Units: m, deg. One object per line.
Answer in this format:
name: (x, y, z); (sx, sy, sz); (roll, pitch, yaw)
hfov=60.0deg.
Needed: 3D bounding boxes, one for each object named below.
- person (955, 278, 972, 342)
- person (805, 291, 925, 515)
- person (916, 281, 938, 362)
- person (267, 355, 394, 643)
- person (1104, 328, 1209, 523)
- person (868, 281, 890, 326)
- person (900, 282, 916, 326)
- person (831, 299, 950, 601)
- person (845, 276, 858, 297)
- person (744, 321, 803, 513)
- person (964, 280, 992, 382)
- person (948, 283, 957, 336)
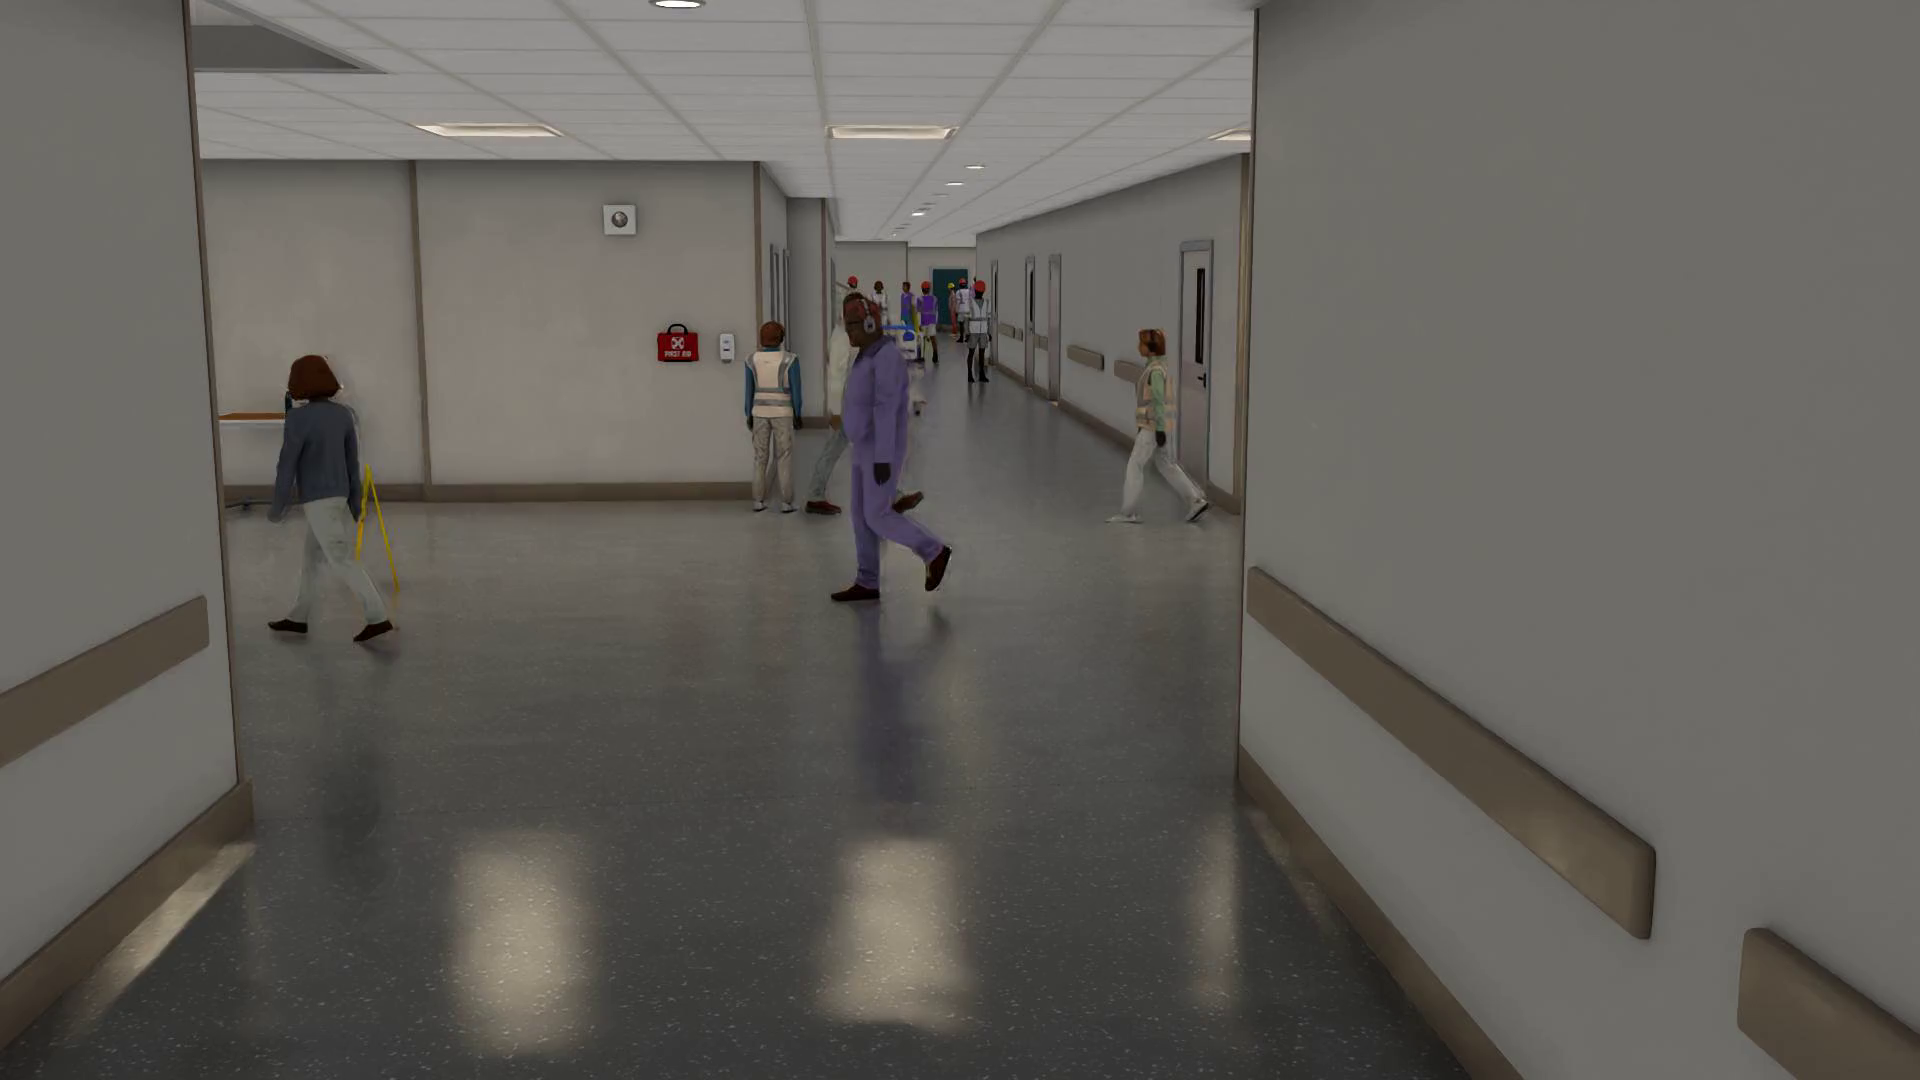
person: (0.088, -6.906, 50.073); (0.543, 1.927, 0.375); (-6, 11, -32)
person: (-0.829, -1.127, 13.928); (1.057, 1.874, 0.638); (1, 9, 5)
person: (-0.745, -5.104, 38.868); (0.543, 1.901, 0.951); (-3, 9, -16)
person: (-3.506, -0.222, 9.183); (0.861, 1.588, 0.501); (2, 9, 13)
person: (1.632, -0.918, 13.524); (0.814, 1.608, 0.518); (1, 9, 7)
person: (-2.010, -5.475, 41.218); (0.585, 1.882, 0.344); (-3, 9, -16)
person: (-1.407, -6.021, 44.774); (0.390, 1.846, 0.563); (-7, 11, -36)
person: (-0.454, -0.549, 10.295); (0.628, 1.881, 0.648); (-3, 10, -20)
person: (-2.785, -5.853, 43.242); (0.375, 1.997, 0.612); (-4, 10, -23)
person: (-1.599, -1.046, 14.210); (0.516, 1.634, 0.311); (3, 10, 19)
person: (0.353, -3.957, 31.551); (0.543, 1.930, 0.372); (-4, 10, -22)
person: (-0.267, -7.600, 54.938); (0.328, 1.765, 0.532); (0, 9, -3)
